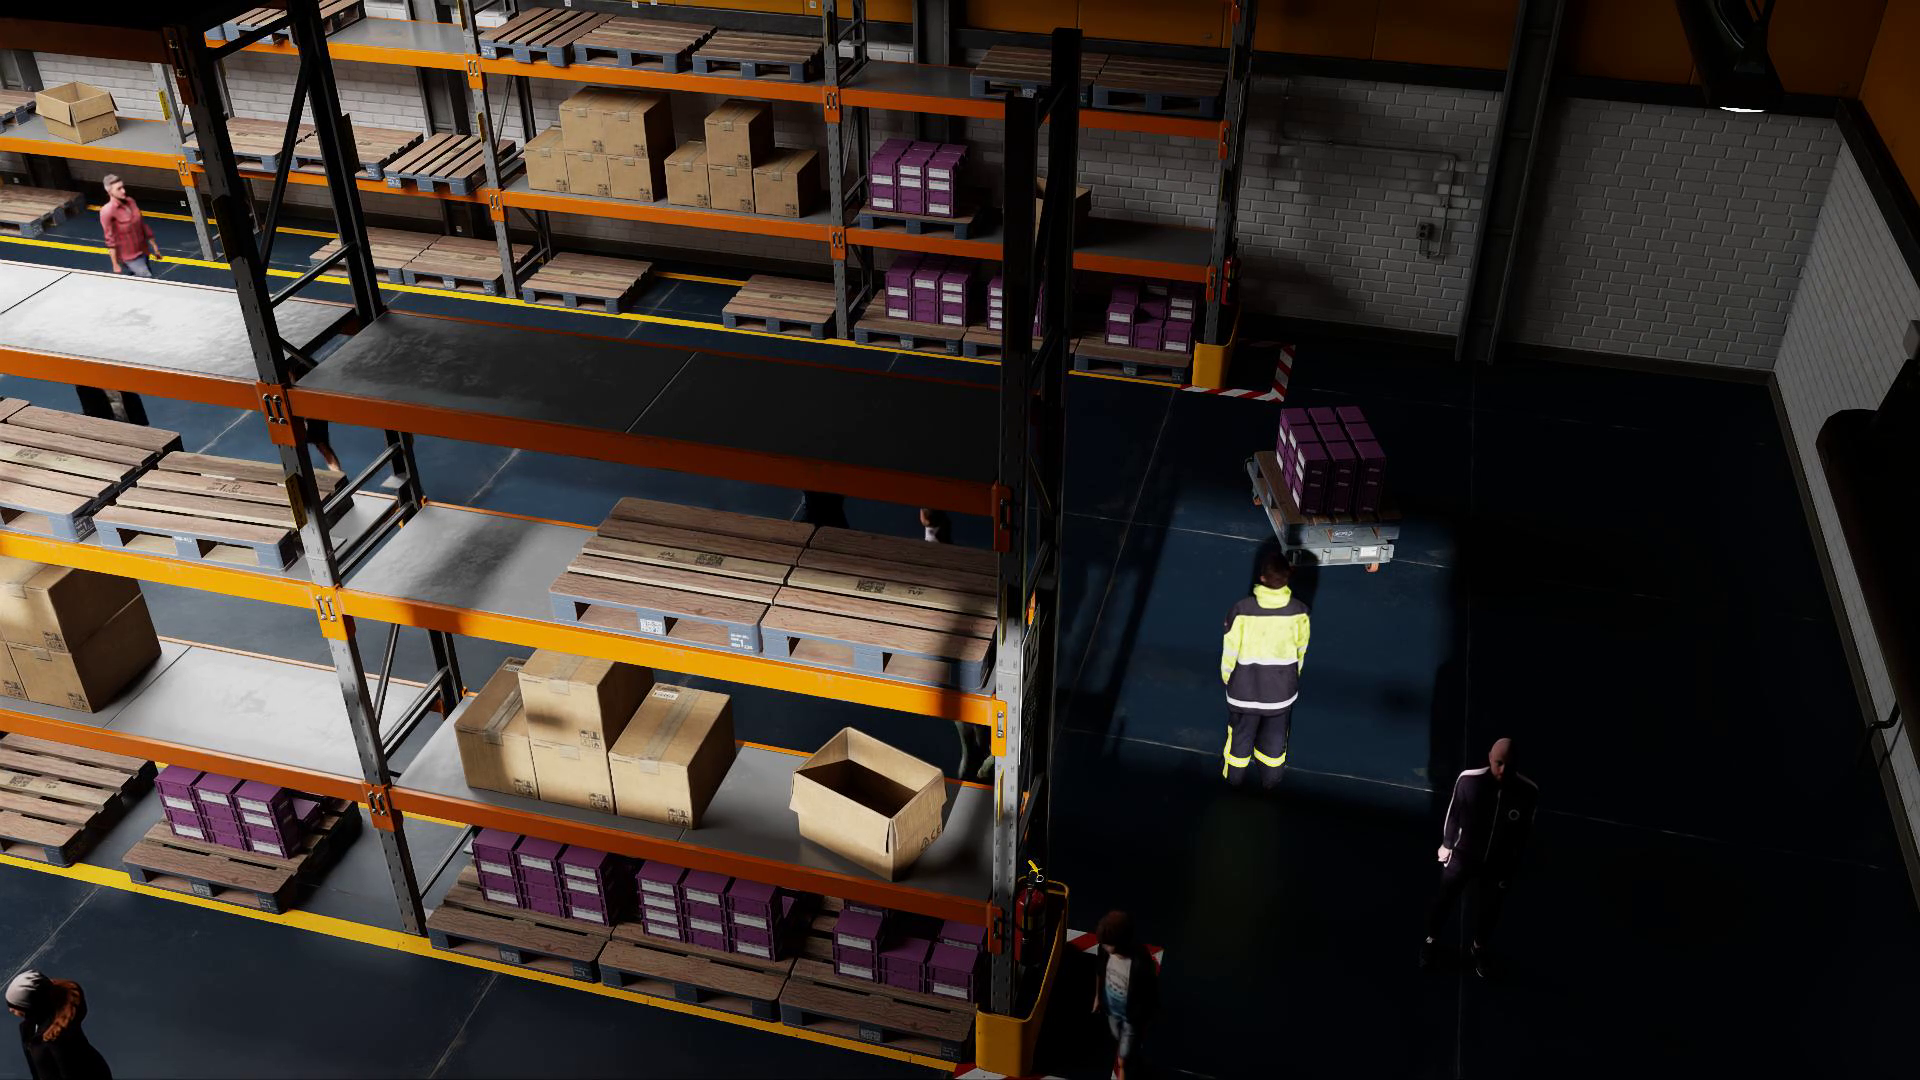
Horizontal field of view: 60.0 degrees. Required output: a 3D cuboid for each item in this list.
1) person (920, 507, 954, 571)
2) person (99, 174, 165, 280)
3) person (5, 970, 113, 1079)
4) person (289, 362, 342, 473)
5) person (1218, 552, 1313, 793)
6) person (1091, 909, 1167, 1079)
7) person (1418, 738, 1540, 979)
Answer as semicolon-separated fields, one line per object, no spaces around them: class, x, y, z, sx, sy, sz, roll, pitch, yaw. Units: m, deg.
person;-0.136;0.388;12.939;0.616;1.547;0.591;16;37;23
person;-8.968;-3.056;17.905;1.188;1.786;0.722;8;34;12
person;-4.790;2.933;9.033;0.787;1.633;0.702;-27;42;-34
person;-5.783;-1.099;14.972;0.724;1.774;0.637;6;34;9
person;2.129;0.933;11.723;0.716;1.987;0.905;-2;34;-3
person;1.002;2.660;9.635;0.854;1.421;0.850;23;40;31
person;3.238;1.945;10.335;0.503;1.837;0.725;7;34;11
